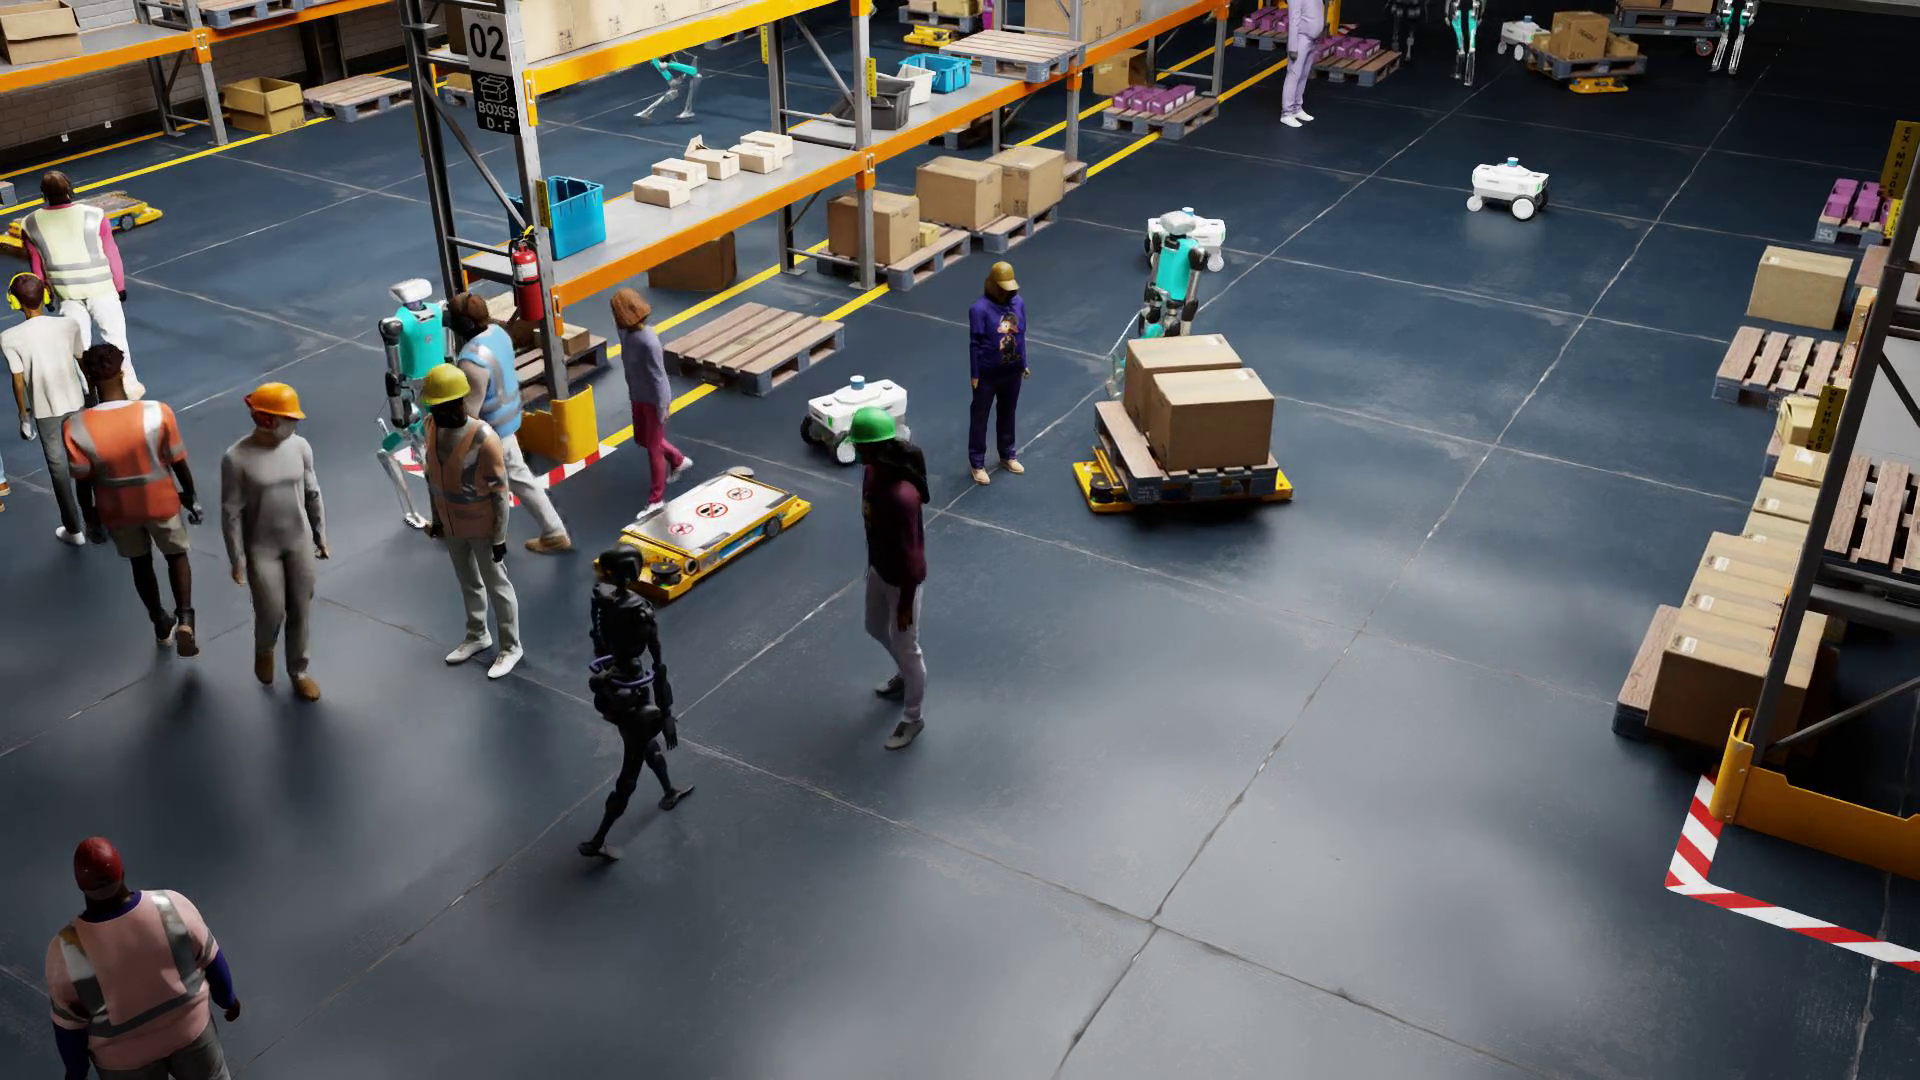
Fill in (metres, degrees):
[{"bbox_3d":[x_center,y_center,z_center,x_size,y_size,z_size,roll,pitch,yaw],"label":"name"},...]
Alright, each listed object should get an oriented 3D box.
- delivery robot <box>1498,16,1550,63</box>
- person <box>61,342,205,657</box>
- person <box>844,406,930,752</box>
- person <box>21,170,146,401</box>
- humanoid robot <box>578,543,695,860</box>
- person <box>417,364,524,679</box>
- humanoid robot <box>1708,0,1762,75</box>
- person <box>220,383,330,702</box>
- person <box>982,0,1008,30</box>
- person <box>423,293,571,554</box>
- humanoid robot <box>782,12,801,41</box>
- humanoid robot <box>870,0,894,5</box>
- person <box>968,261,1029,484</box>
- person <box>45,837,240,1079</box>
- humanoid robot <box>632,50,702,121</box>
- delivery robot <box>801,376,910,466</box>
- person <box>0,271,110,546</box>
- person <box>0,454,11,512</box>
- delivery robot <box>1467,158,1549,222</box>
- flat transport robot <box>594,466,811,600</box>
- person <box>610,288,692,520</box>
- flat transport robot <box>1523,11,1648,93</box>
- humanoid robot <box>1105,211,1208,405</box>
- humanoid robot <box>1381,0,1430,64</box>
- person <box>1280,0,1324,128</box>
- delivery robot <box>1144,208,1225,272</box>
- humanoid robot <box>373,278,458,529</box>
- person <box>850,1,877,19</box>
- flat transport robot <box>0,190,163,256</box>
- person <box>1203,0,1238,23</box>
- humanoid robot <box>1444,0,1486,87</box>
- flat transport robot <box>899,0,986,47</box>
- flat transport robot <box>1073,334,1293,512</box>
[{"bbox_3d":[7.752,-6.884,22.821,0.499,0.586,0.783,-10,31,-17],"label":"delivery robot"},{"bbox_3d":[-4.719,-0.185,9.571,0.638,1.938,0.659,-11,31,-18],"label":"person"},{"bbox_3d":[-0.301,0.194,8.923,0.473,1.928,0.659,-16,33,-26],"label":"person"},{"bbox_3d":[-6.728,-1.920,12.763,0.635,1.832,0.431,-8,30,-13],"label":"person"},{"bbox_3d":[-1.652,0.771,8.206,0.797,1.630,0.591,-26,39,-38],"label":"humanoid robot"},{"bbox_3d":[-2.801,-0.108,9.448,0.592,1.924,0.377,16,33,26],"label":"person"},{"bbox_3d":[10.112,-6.919,21.550,0.533,1.681,0.735,16,33,27],"label":"humanoid robot"},{"bbox_3d":[-3.808,0.026,9.298,0.603,1.848,0.435,-22,36,-33],"label":"person"},{"bbox_3d":[0.421,-6.369,20.604,0.340,1.847,0.509,3,30,6],"label":"person"},{"bbox_3d":[-3.057,-0.725,10.685,0.988,1.790,0.641,-2,30,-4],"label":"person"},{"bbox_3d":[-2.397,-7.852,23.410,0.600,1.653,0.501,5,30,9],"label":"humanoid robot"},{"bbox_3d":[-1.218,-9.147,25.677,0.599,1.657,0.315,16,33,27],"label":"humanoid robot"},{"bbox_3d":[0.277,-1.178,11.649,0.450,1.619,0.350,-16,33,-27],"label":"person"},{"bbox_3d":[-3.020,1.824,6.206,0.624,1.751,0.419,-23,37,-35],"label":"person"},{"bbox_3d":[-3.442,-5.761,19.631,0.979,1.727,0.541,-14,32,-23],"label":"humanoid robot"},{"bbox_3d":[-0.758,-0.919,12.270,0.785,0.589,0.499,-19,34,-30],"label":"delivery robot"},{"bbox_3d":[-5.878,-0.849,10.838,0.353,1.856,0.516,23,37,35],"label":"person"},{"bbox_3d":[-6.812,-1.097,11.131,0.385,1.995,0.611,-7,30,-12],"label":"person"},{"bbox_3d":[5.622,-3.624,17.034,0.739,0.566,0.499,16,33,27],"label":"delivery robot"},{"bbox_3d":[-1.693,-0.068,11.062,0.659,0.231,1.431,18,34,29],"label":"flat transport robot"},{"bbox_3d":[-2.086,-0.975,11.307,0.576,1.607,0.520,-25,38,-37],"label":"person"},{"bbox_3d":[8.065,-6.099,21.731,0.659,0.231,1.431,-5,30,-9],"label":"flat transport robot"},{"bbox_3d":[1.344,-1.472,12.048,0.765,1.757,0.532,-17,34,-27],"label":"humanoid robot"},{"bbox_3d":[5.925,-7.109,22.089,0.612,1.646,0.328,9,31,16],"label":"humanoid robot"},{"bbox_3d":[4.082,-5.885,19.691,0.406,1.905,0.650,18,34,29],"label":"person"},{"bbox_3d":[2.112,-2.823,15.649,0.802,0.598,0.499,1,30,2],"label":"delivery robot"},{"bbox_3d":[-3.665,-0.935,11.076,0.705,1.756,0.541,20,35,32],"label":"humanoid robot"},{"bbox_3d":[-1.476,-8.558,24.585,0.375,1.736,0.592,4,30,8],"label":"person"},{"bbox_3d":[-8.754,-3.142,16.501,0.659,0.231,1.431,16,33,26],"label":"flat transport robot"},{"bbox_3d":[3.921,-8.544,24.578,0.624,1.719,0.580,-16,33,-27],"label":"person"},{"bbox_3d":[6.468,-6.680,21.321,0.545,1.834,0.778,5,30,9],"label":"humanoid robot"},{"bbox_3d":[-0.141,-7.358,23.958,0.659,0.231,1.431,18,34,28],"label":"flat transport robot"},{"bbox_3d":[1.566,-0.465,11.765,1.431,0.231,0.659,-4,30,-8],"label":"flat transport robot"}]
